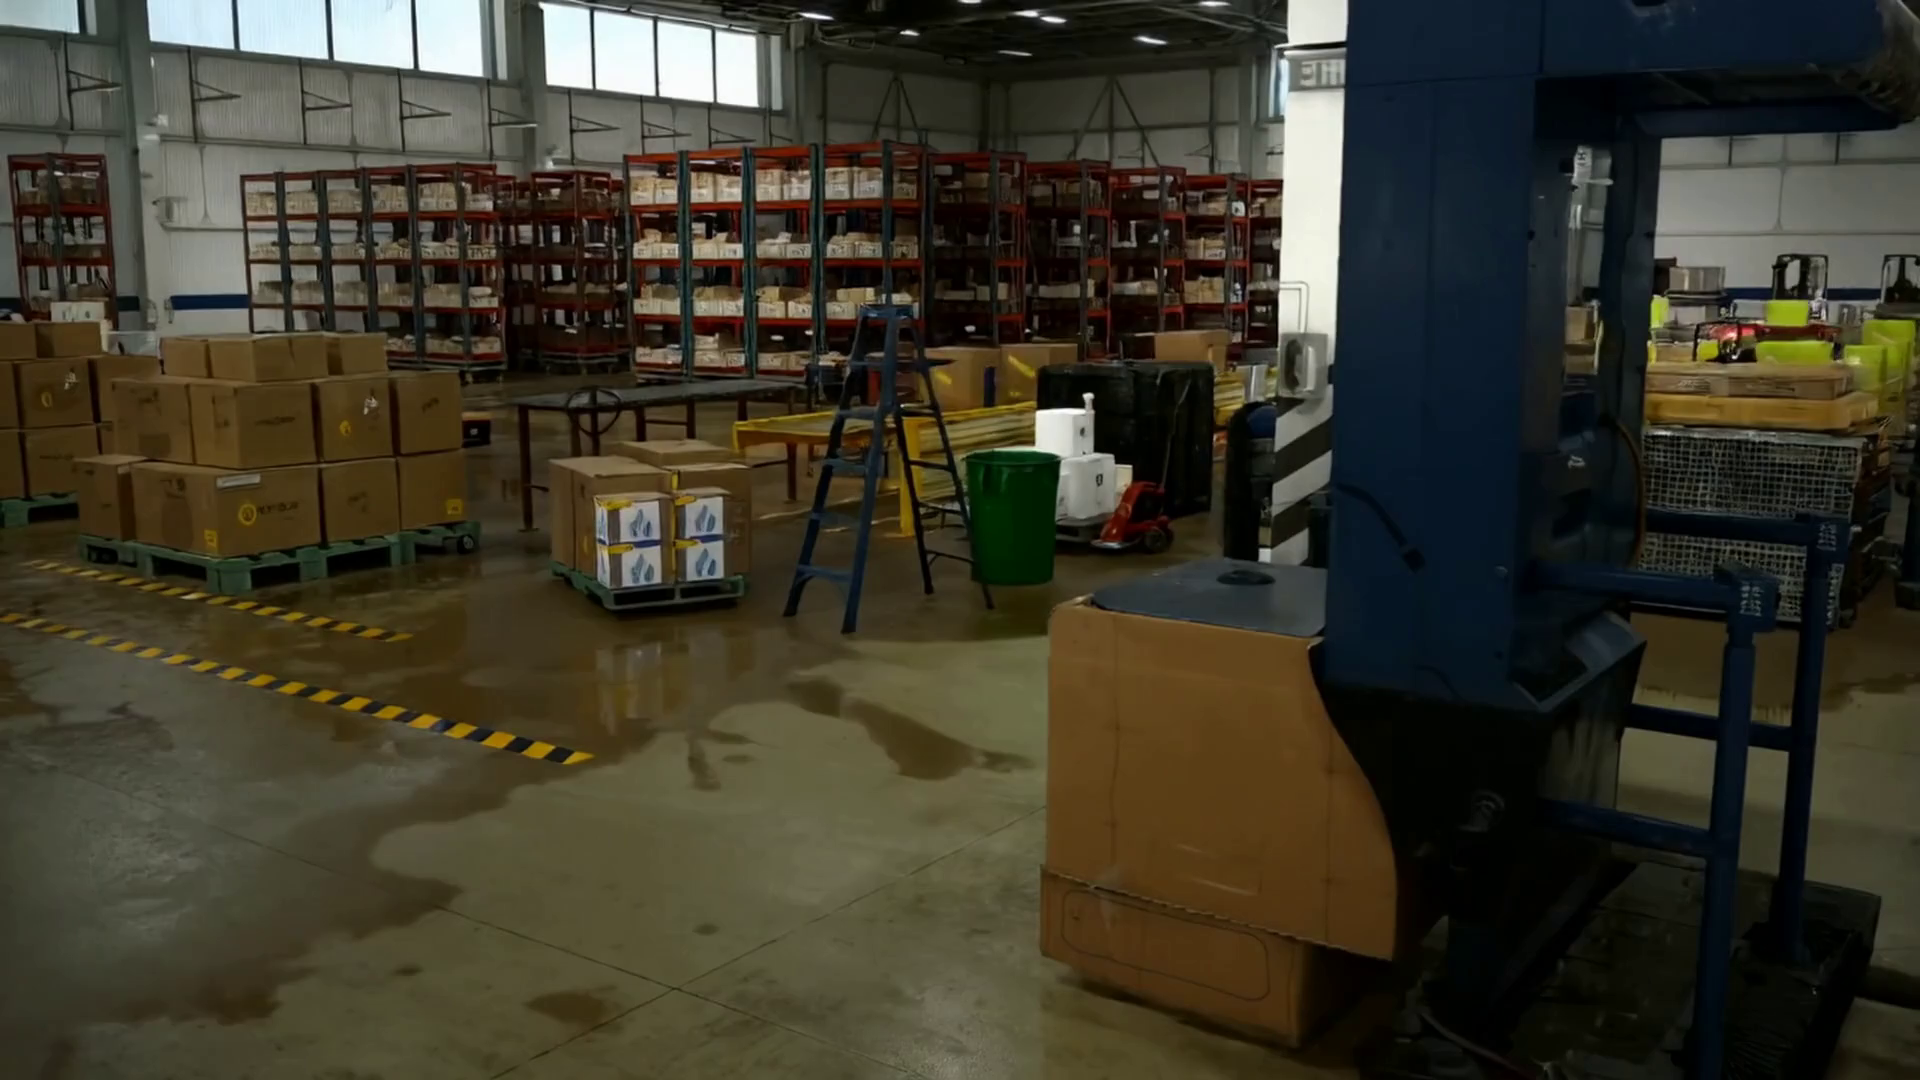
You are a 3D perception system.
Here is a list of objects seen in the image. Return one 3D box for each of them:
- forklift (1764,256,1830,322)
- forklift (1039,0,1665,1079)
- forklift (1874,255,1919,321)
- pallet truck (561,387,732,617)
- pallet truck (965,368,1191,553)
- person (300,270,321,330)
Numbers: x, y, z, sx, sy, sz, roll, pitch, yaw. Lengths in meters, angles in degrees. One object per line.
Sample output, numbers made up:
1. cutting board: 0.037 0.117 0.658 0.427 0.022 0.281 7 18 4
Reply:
1. forklift: 20.253 -5.854 40.139 1.157 1.987 2.680 7 12 35
2. forklift: 1.249 -0.137 4.360 1.873 2.768 1.129 7 12 35
3. forklift: 22.089 -5.634 38.796 1.157 1.987 2.680 6 11 33
4. pallet truck: -1.981 -0.274 10.088 0.680 1.201 1.601 -5 11 -28
5. pallet truck: 0.845 -0.609 11.869 1.630 1.274 0.653 7 12 35
6. person: -13.241 -4.594 33.995 0.381 1.839 0.566 -1 10 -6
